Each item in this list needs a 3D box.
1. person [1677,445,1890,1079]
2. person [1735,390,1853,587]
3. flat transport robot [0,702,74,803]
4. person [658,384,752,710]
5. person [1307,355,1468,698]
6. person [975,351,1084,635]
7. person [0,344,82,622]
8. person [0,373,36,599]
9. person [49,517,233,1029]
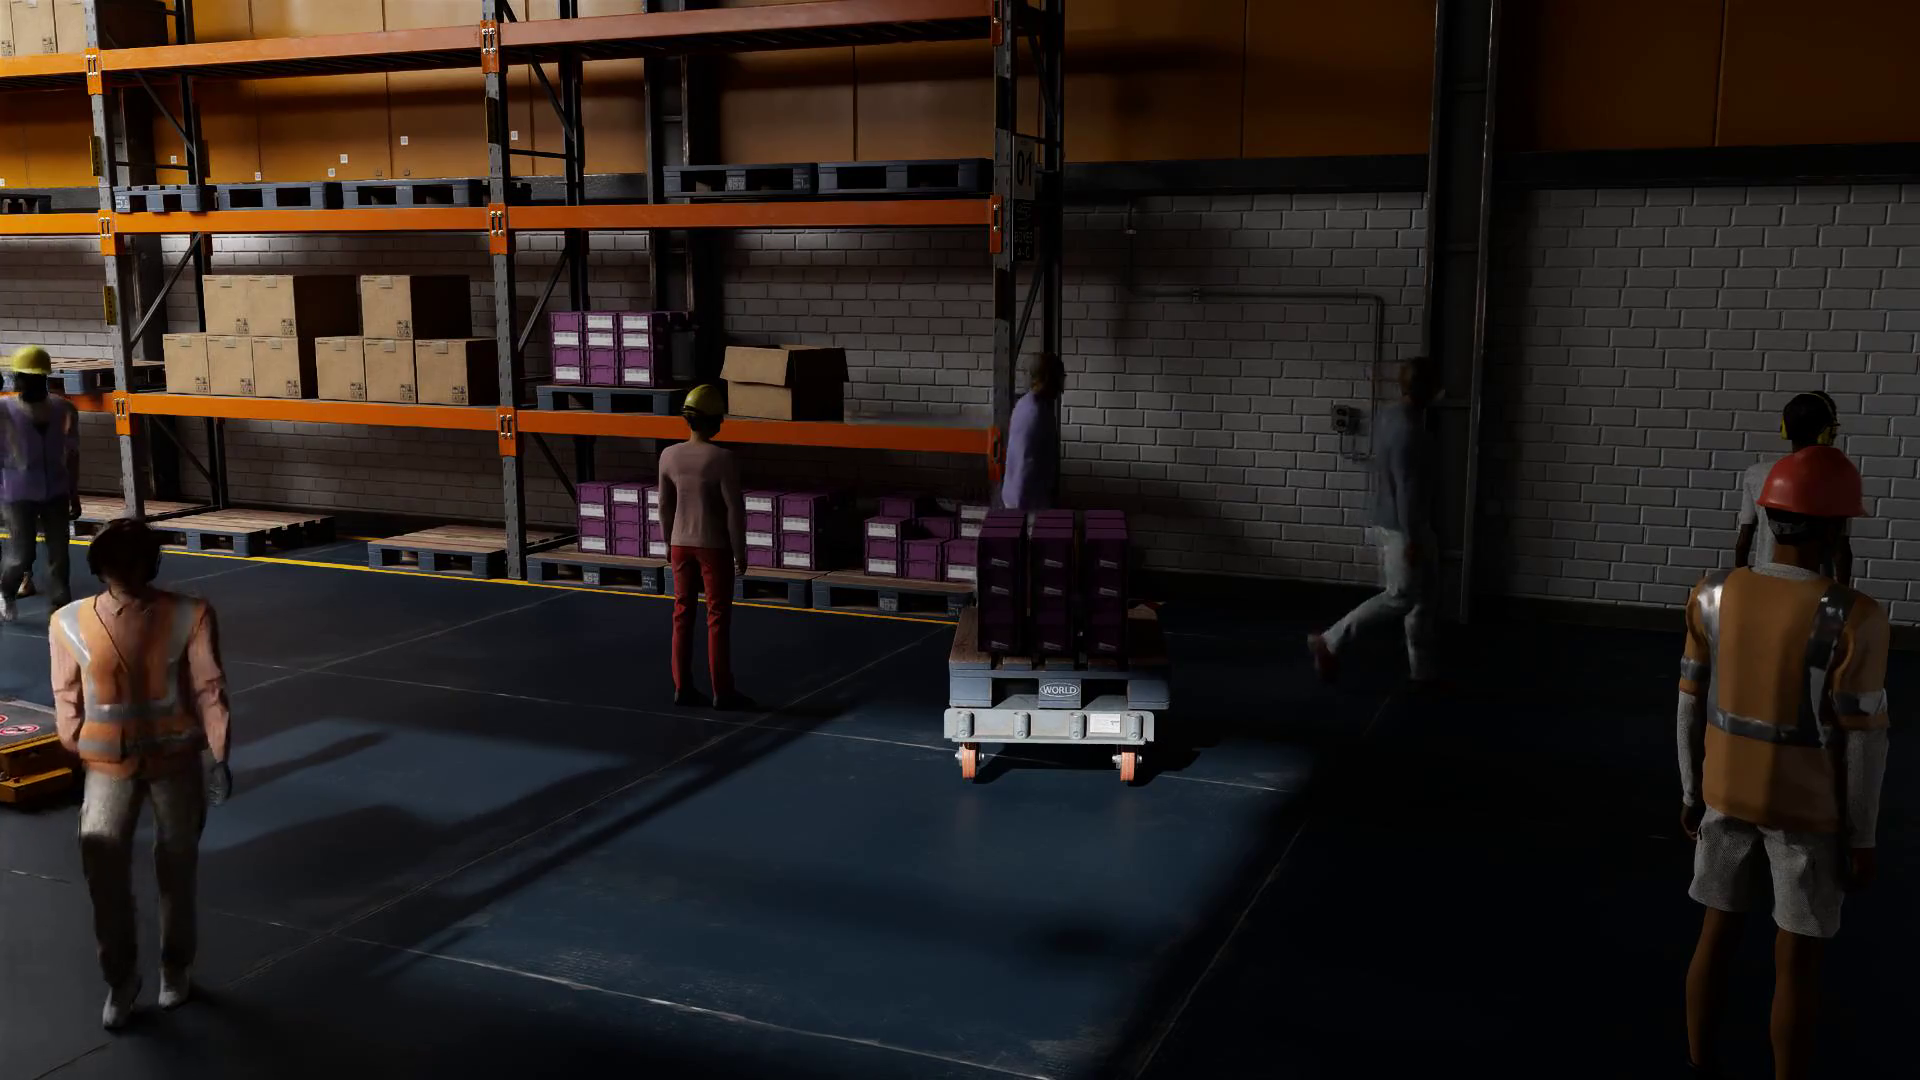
[{"bbox_3d":[2.247,0.707,4.550,0.375,1.935,0.551,-7,12,-35],"label":"person"},{"bbox_3d":[3.653,0.281,7.299,0.335,1.873,0.520,-7,12,-36],"label":"person"},{"bbox_3d":[-4.624,0.970,7.955,1.431,0.197,0.652,5,11,30],"label":"flat transport robot"},{"bbox_3d":[-1.383,0.039,9.059,0.533,1.767,0.325,5,10,25],"label":"person"},{"bbox_3d":[2.412,-0.069,9.243,0.821,1.918,0.638,3,10,17],"label":"person"},{"bbox_3d":[0.523,-0.222,10.290,1.035,1.873,0.644,0,9,-1],"label":"person"},{"bbox_3d":[-6.057,-0.327,10.841,0.662,1.909,0.593,7,12,36],"label":"person"},{"bbox_3d":[-6.956,-0.417,11.996,0.541,1.696,0.316,1,10,7],"label":"person"},{"bbox_3d":[-2.587,0.740,5.291,0.520,1.622,0.497,-4,10,-20],"label":"person"}]
